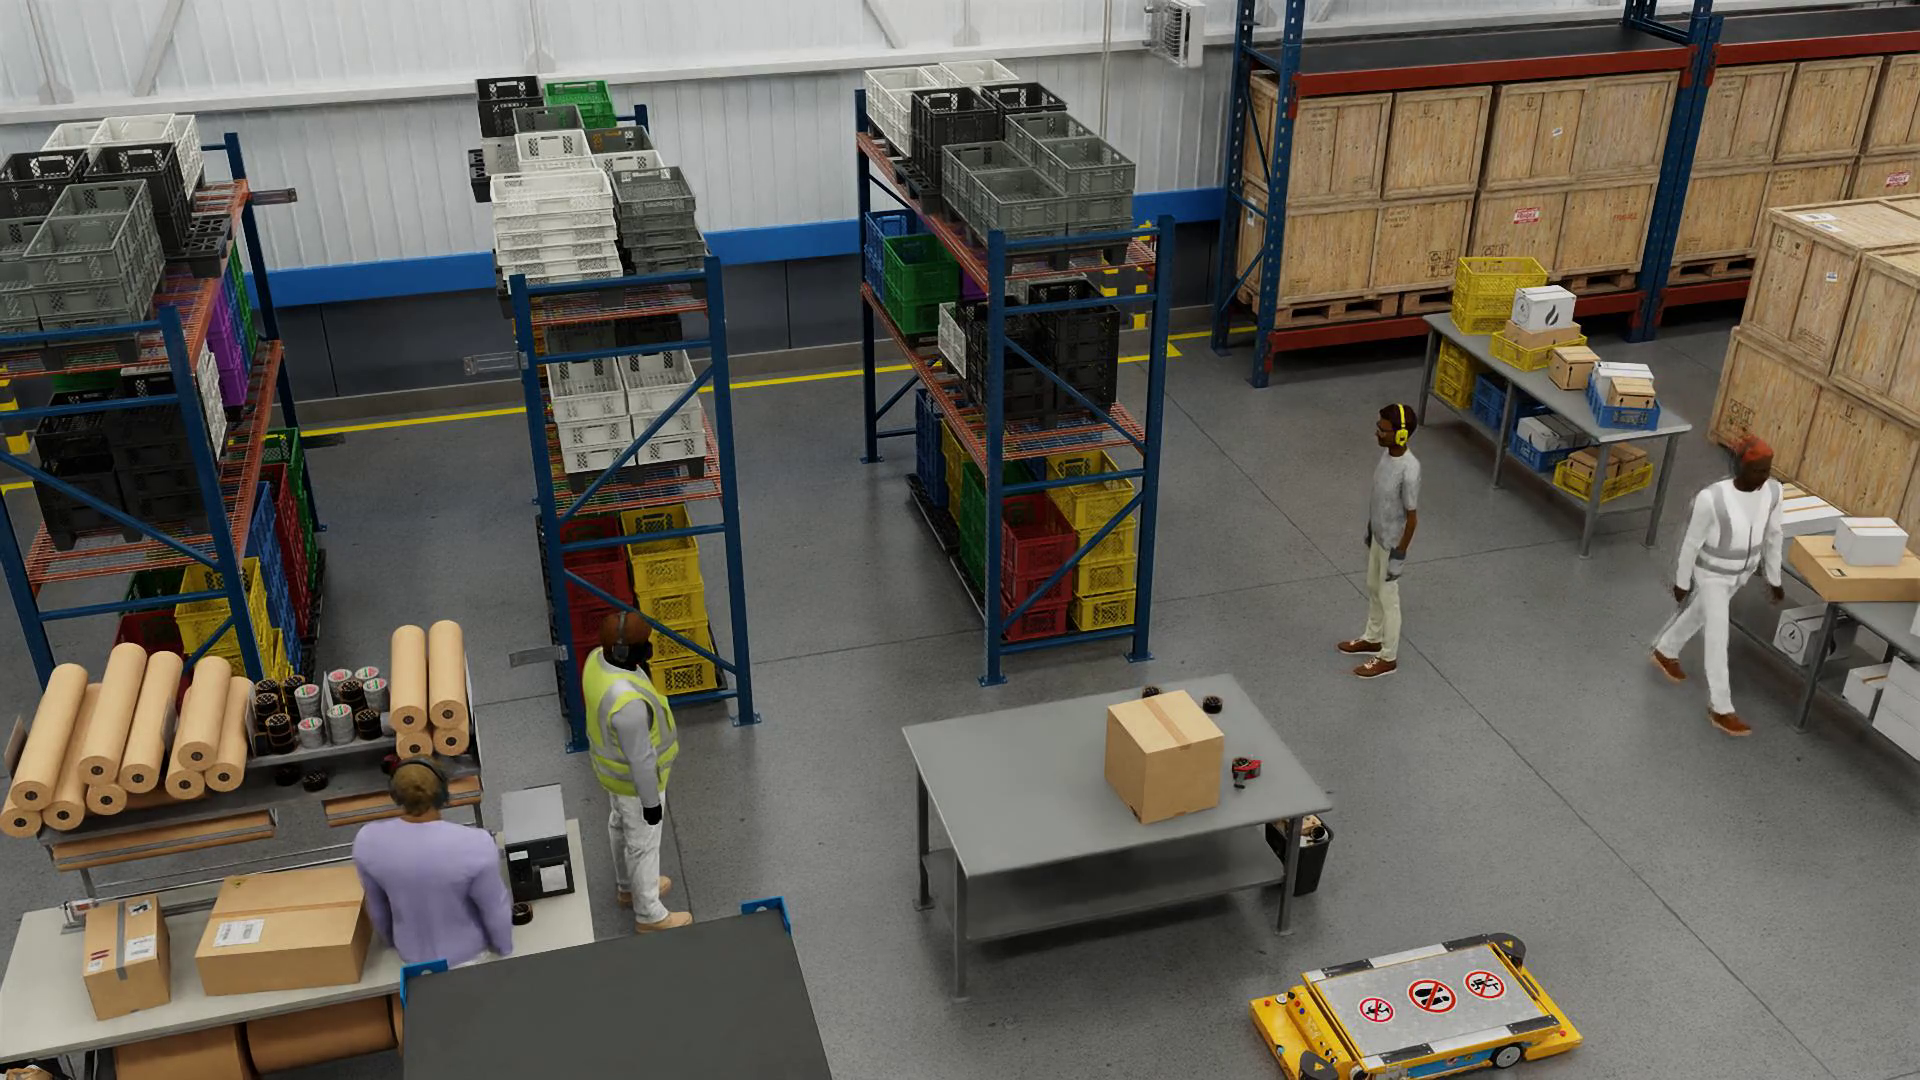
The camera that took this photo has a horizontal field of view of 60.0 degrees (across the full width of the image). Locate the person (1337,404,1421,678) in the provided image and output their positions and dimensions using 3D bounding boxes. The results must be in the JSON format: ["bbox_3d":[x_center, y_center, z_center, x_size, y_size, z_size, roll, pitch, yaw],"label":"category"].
[{"bbox_3d":[2.679,0.009,10.480,0.319,1.860,0.521,-3,29,-5],"label":"person"}]

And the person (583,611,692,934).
[{"bbox_3d":[-1.629,1.164,8.398,0.429,1.839,0.634,-14,32,-23],"label":"person"}]

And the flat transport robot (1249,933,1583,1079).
[{"bbox_3d":[2.184,2.282,7.980,1.431,0.197,0.652,-8,30,-14],"label":"flat transport robot"}]

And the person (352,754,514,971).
[{"bbox_3d":[-2.231,1.759,7.226,0.629,1.932,0.367,3,29,5],"label":"person"}]

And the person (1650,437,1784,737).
[{"bbox_3d":[4.669,0.210,10.143,0.589,1.834,0.986,-10,30,-17],"label":"person"}]
